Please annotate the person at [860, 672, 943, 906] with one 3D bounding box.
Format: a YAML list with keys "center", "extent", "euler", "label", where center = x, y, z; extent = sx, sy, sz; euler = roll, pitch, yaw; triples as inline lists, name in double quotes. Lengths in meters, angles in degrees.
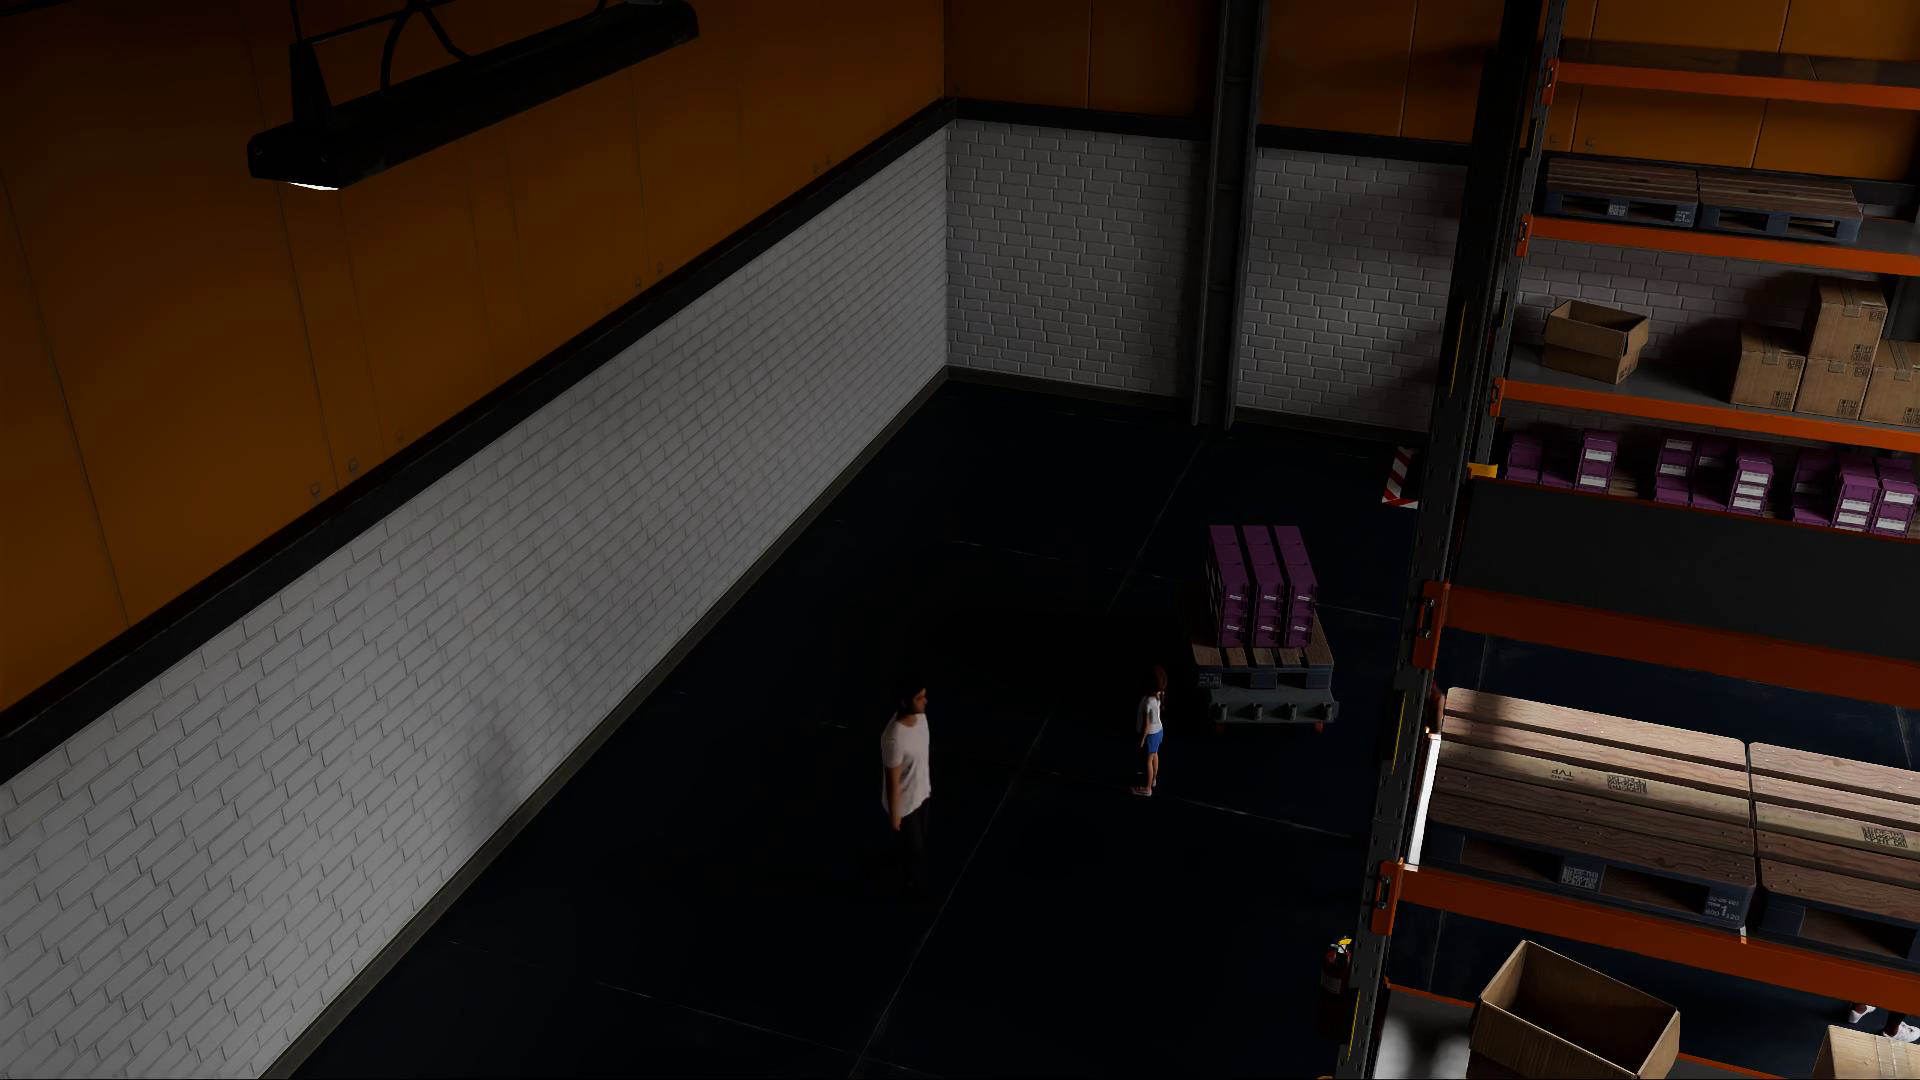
- center: [-0.394, 1.548, 10.293]
  extent: [0.735, 1.714, 0.636]
  euler: [10, 30, 18]
  label: "person"

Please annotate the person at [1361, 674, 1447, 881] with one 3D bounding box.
- center: [2.771, 1.439, 10.512]
  extent: [1.122, 1.696, 0.875]
  euler: [21, 35, 33]
  label: "person"

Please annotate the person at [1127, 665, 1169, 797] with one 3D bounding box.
- center: [1.313, 1.304, 11.467]
  extent: [0.438, 1.019, 0.430]
  euler: [13, 31, 22]
  label: "person"

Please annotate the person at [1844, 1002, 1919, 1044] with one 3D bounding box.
- center: [5.337, 2.071, 9.320]
  extent: [0.770, 1.728, 0.709]
  euler: [-13, 31, -22]
  label: "person"
